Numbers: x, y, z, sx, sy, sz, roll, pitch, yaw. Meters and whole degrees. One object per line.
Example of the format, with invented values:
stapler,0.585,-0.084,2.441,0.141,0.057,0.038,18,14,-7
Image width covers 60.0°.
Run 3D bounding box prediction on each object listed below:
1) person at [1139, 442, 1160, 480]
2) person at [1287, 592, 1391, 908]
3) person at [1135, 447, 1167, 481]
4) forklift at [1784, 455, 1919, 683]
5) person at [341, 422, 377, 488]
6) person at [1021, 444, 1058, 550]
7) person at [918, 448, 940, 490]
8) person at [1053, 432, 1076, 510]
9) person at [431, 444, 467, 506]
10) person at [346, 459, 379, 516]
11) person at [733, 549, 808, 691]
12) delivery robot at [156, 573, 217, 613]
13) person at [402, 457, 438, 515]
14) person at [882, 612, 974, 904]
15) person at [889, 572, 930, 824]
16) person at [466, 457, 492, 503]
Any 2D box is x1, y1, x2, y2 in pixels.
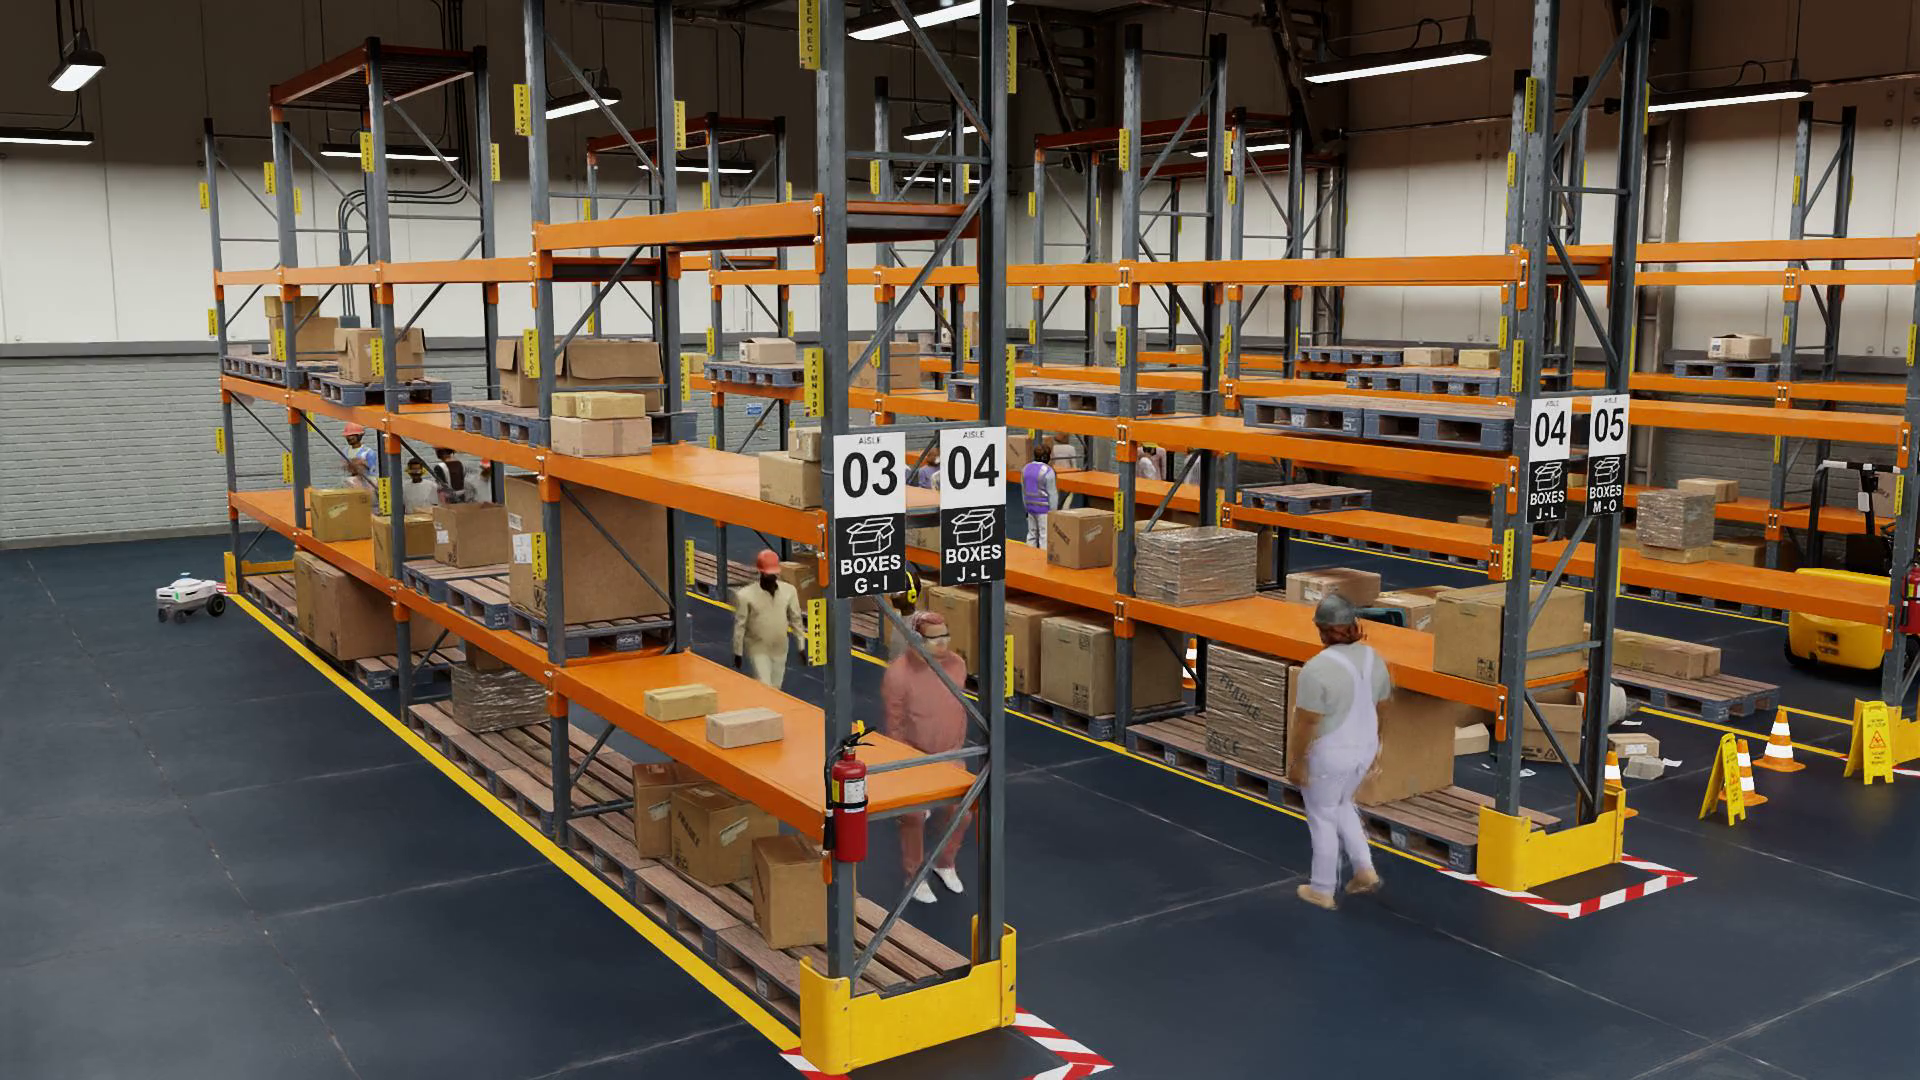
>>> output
person,2.791,-0.664,24.728,0.342,1.757,0.517,0,9,2
person,2.354,1.320,10.573,0.686,2.000,0.541,-6,10,-34
person,3.017,-0.919,26.407,0.523,1.765,0.316,1,9,5
forklift,9.643,0.253,17.172,2.313,2.155,1.214,-6,10,-33
person,-8.661,-0.683,23.904,0.610,2.043,0.375,4,9,25
person,1.115,-0.387,22.601,0.429,1.842,0.633,-7,11,-39
person,-0.389,-0.547,24.389,0.500,1.629,0.289,-5,10,-30
person,1.686,-1.034,27.629,0.551,1.623,0.320,4,9,23
person,-6.850,-0.401,22.133,0.803,2.013,0.621,4,9,26
person,-8.135,-0.320,22.890,0.664,1.602,0.596,6,11,36
person,-1.595,0.934,14.160,0.578,1.725,0.663,-5,10,-32
delivery robot,-9.185,0.635,19.751,0.477,0.478,0.707,2,9,16
person,-6.740,-0.115,20.748,0.502,1.861,0.327,-1,9,-6
person,-0.188,1.390,10.608,0.641,1.893,0.448,-5,10,-31
person,-0.401,1.149,12.278,0.328,1.872,0.510,-5,10,-30
person,-6.481,-0.346,22.792,0.555,1.697,0.884,-2,9,-13
